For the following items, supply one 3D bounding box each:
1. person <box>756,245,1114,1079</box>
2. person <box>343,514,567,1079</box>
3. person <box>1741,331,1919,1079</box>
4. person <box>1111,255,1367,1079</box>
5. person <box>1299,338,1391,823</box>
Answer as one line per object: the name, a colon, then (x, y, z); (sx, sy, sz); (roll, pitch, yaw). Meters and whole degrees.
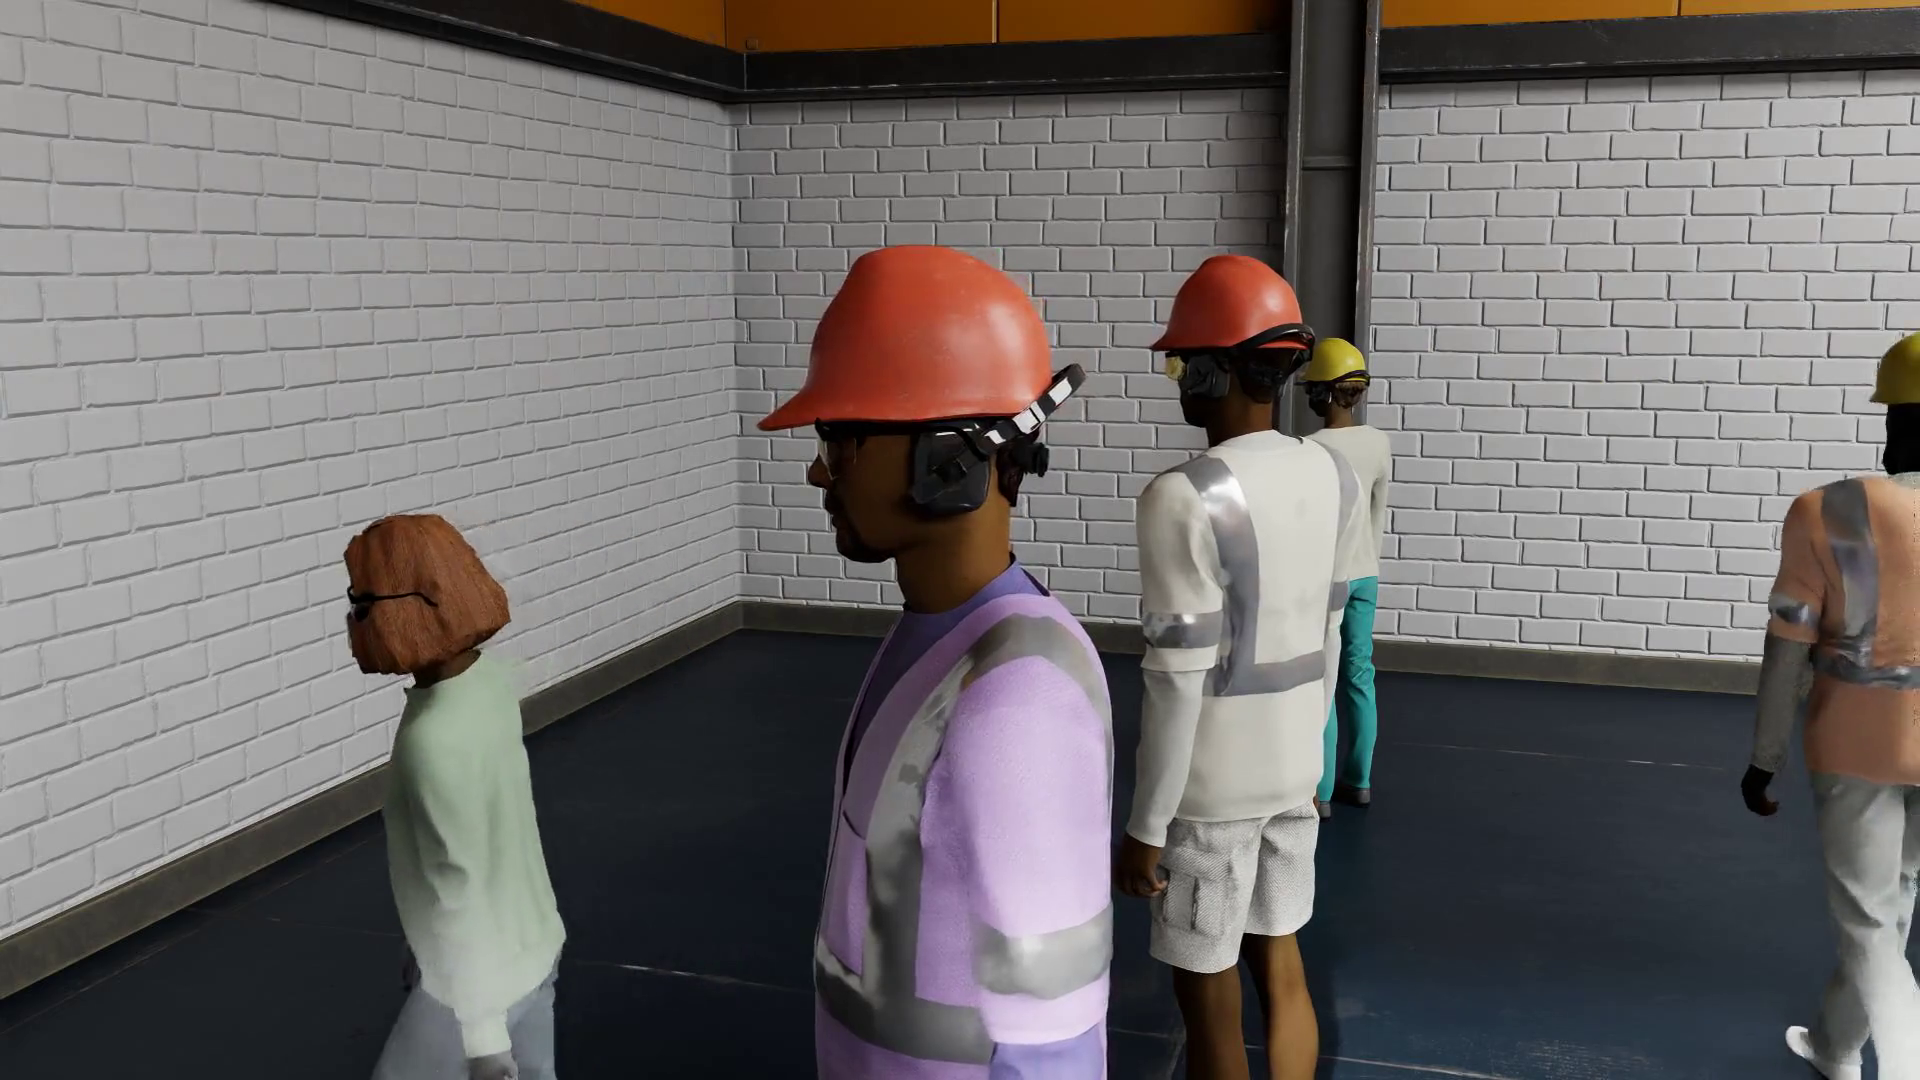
person: (-0.027, 0.702, 1.892); (0.373, 2.042, 0.614); (-2, 9, -9)
person: (-0.870, 0.758, 2.859); (0.579, 1.617, 0.497); (0, 9, 0)
person: (2.140, 0.475, 3.750); (0.590, 1.895, 0.942); (1, 9, 3)
person: (0.525, 0.468, 3.319); (0.374, 2.044, 0.606); (9, 13, 44)
person: (1.354, 0.149, 6.106); (0.525, 1.769, 0.308); (-7, 12, -38)
